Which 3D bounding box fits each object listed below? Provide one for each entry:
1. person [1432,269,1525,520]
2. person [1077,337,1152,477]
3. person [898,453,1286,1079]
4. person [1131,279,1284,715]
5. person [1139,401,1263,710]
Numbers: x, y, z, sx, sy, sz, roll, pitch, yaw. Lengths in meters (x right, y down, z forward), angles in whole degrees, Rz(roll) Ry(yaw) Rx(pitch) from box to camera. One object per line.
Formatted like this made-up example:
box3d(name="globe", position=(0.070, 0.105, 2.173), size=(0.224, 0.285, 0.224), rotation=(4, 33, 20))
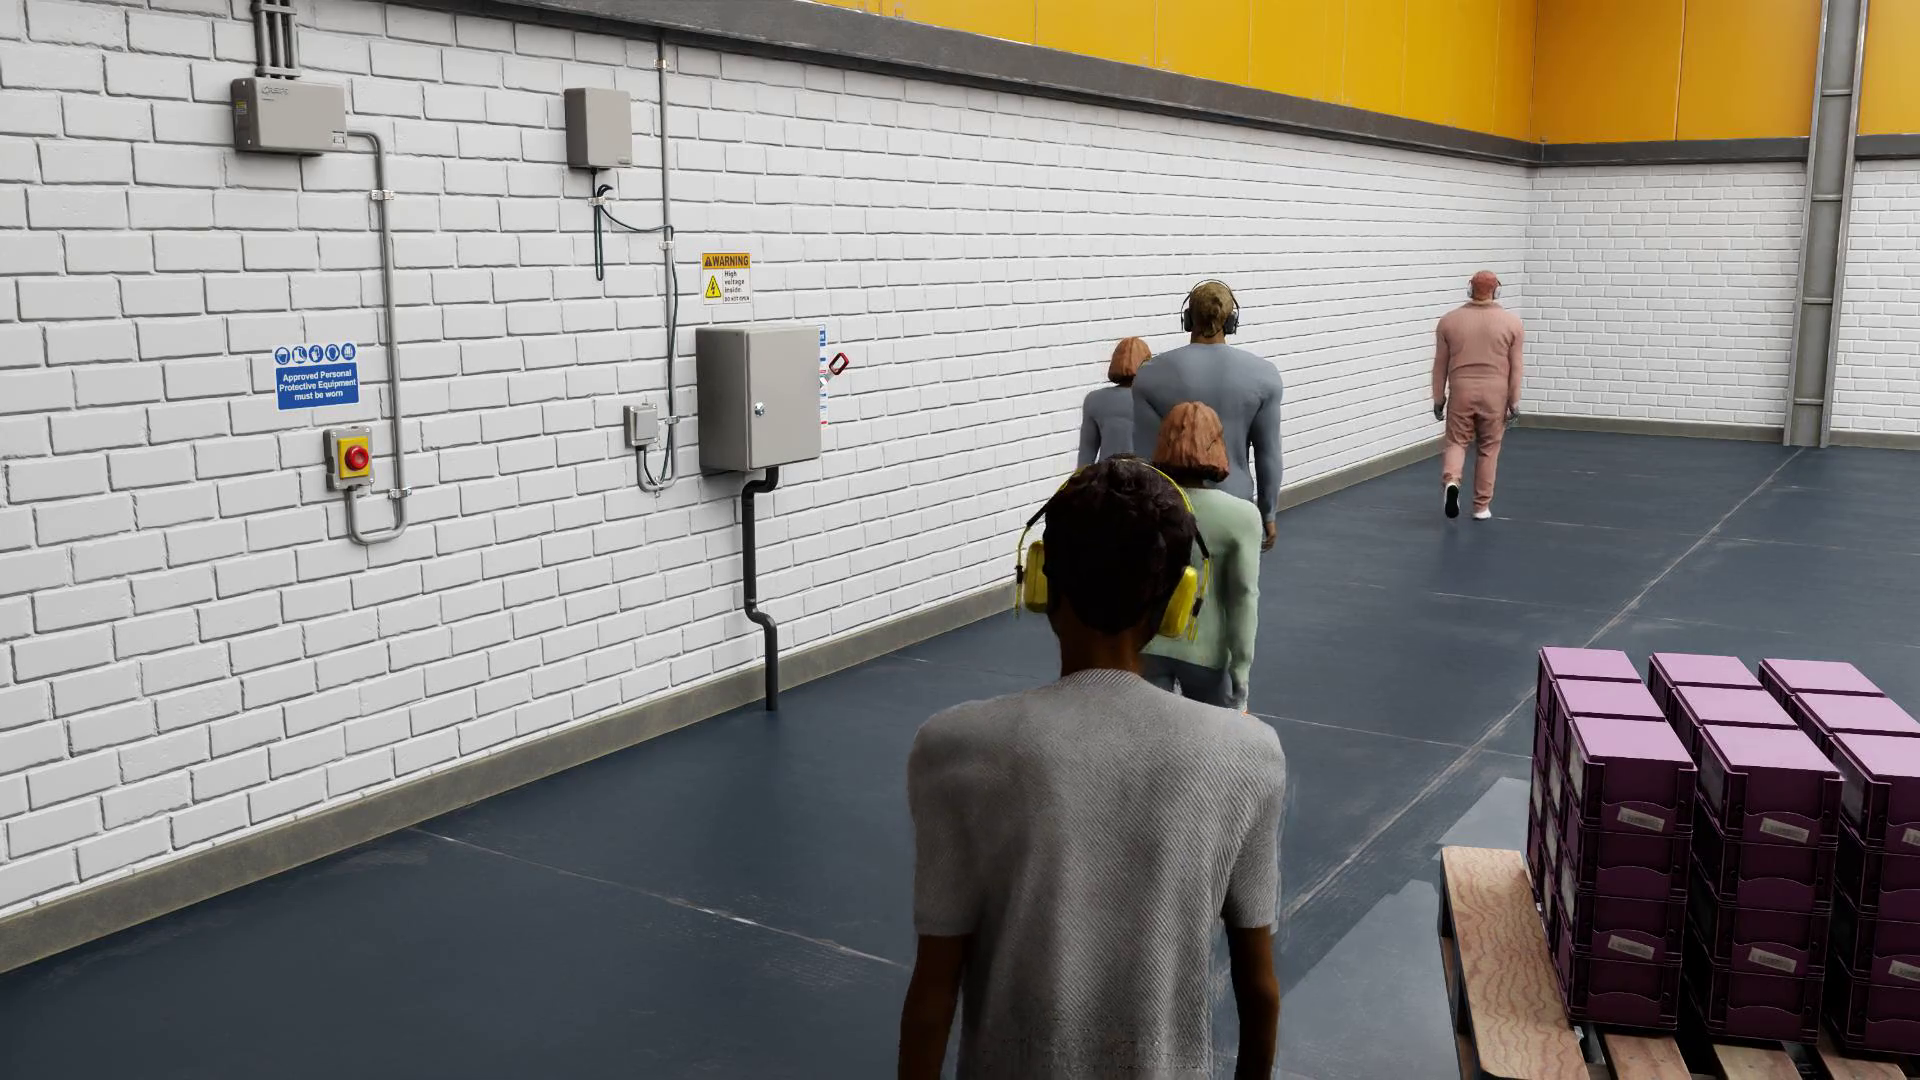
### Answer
box3d(name="person", position=(3.833, -1.056, 12.352), size=(0.654, 1.892, 0.643), rotation=(5, 11, 24))
box3d(name="person", position=(0.918, -0.257, 8.701), size=(0.528, 1.591, 0.818), rotation=(6, 12, 30))
box3d(name="person", position=(0.148, 0.811, 2.181), size=(0.542, 1.824, 0.803), rotation=(-1, 10, -5))
box3d(name="person", position=(1.035, -0.121, 7.021), size=(0.636, 1.939, 0.364), rotation=(1, 10, 8))
box3d(name="person", position=(0.707, 0.354, 5.321), size=(0.519, 1.593, 0.816), rotation=(3, 11, 16))
